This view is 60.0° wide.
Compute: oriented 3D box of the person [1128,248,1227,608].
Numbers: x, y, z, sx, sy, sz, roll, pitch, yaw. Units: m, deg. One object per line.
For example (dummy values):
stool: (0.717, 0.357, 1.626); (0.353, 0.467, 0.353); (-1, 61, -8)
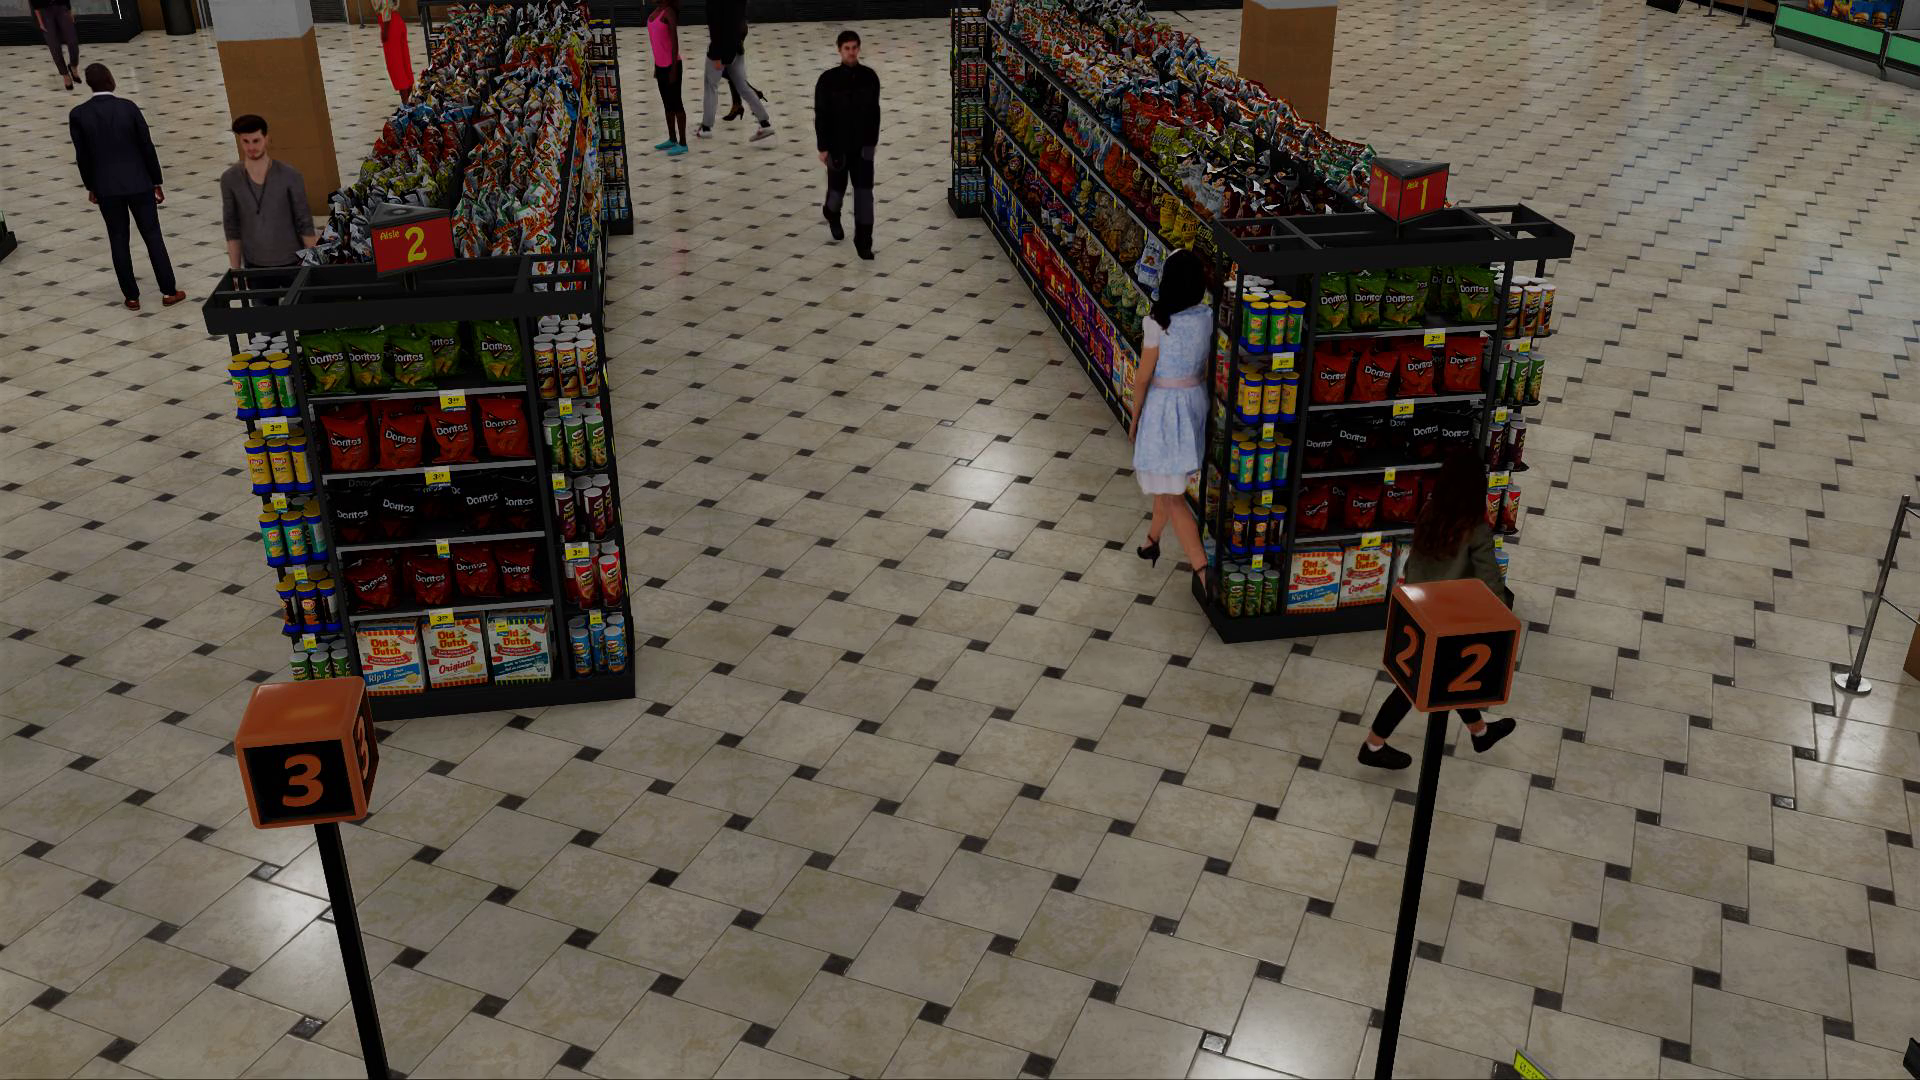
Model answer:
person: (1.117, -0.494, 8.257); (0.757, 1.775, 1.217); (-10, 29, -19)

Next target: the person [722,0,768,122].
person: (-2.356, -5.411, 17.889); (0.795, 1.831, 0.771); (0, 27, 1)

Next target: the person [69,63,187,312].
person: (-6.239, -2.631, 12.416); (0.723, 1.824, 0.623); (-8, 28, -15)

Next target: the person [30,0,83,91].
person: (-10.623, -6.111, 19.468); (0.727, 1.652, 0.775); (-22, 34, -36)

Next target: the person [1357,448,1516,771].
person: (1.967, 0.345, 6.980); (0.732, 1.432, 0.942); (-6, 28, -12)

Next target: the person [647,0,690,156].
person: (-2.931, -4.768, 16.741); (0.703, 1.722, 0.605); (-17, 31, -30)

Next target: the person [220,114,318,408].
person: (-4.375, -1.777, 10.649); (0.698, 1.899, 0.574); (-3, 27, -6)

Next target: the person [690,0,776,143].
person: (-2.292, -4.998, 16.999); (1.266, 1.901, 1.292); (12, 29, 23)

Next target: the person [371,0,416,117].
person: (-6.185, -5.524, 18.156); (0.711, 1.792, 0.542); (2, 27, 3)

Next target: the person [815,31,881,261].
person: (-0.929, -3.246, 13.655); (0.824, 1.800, 1.186); (-8, 28, -15)
